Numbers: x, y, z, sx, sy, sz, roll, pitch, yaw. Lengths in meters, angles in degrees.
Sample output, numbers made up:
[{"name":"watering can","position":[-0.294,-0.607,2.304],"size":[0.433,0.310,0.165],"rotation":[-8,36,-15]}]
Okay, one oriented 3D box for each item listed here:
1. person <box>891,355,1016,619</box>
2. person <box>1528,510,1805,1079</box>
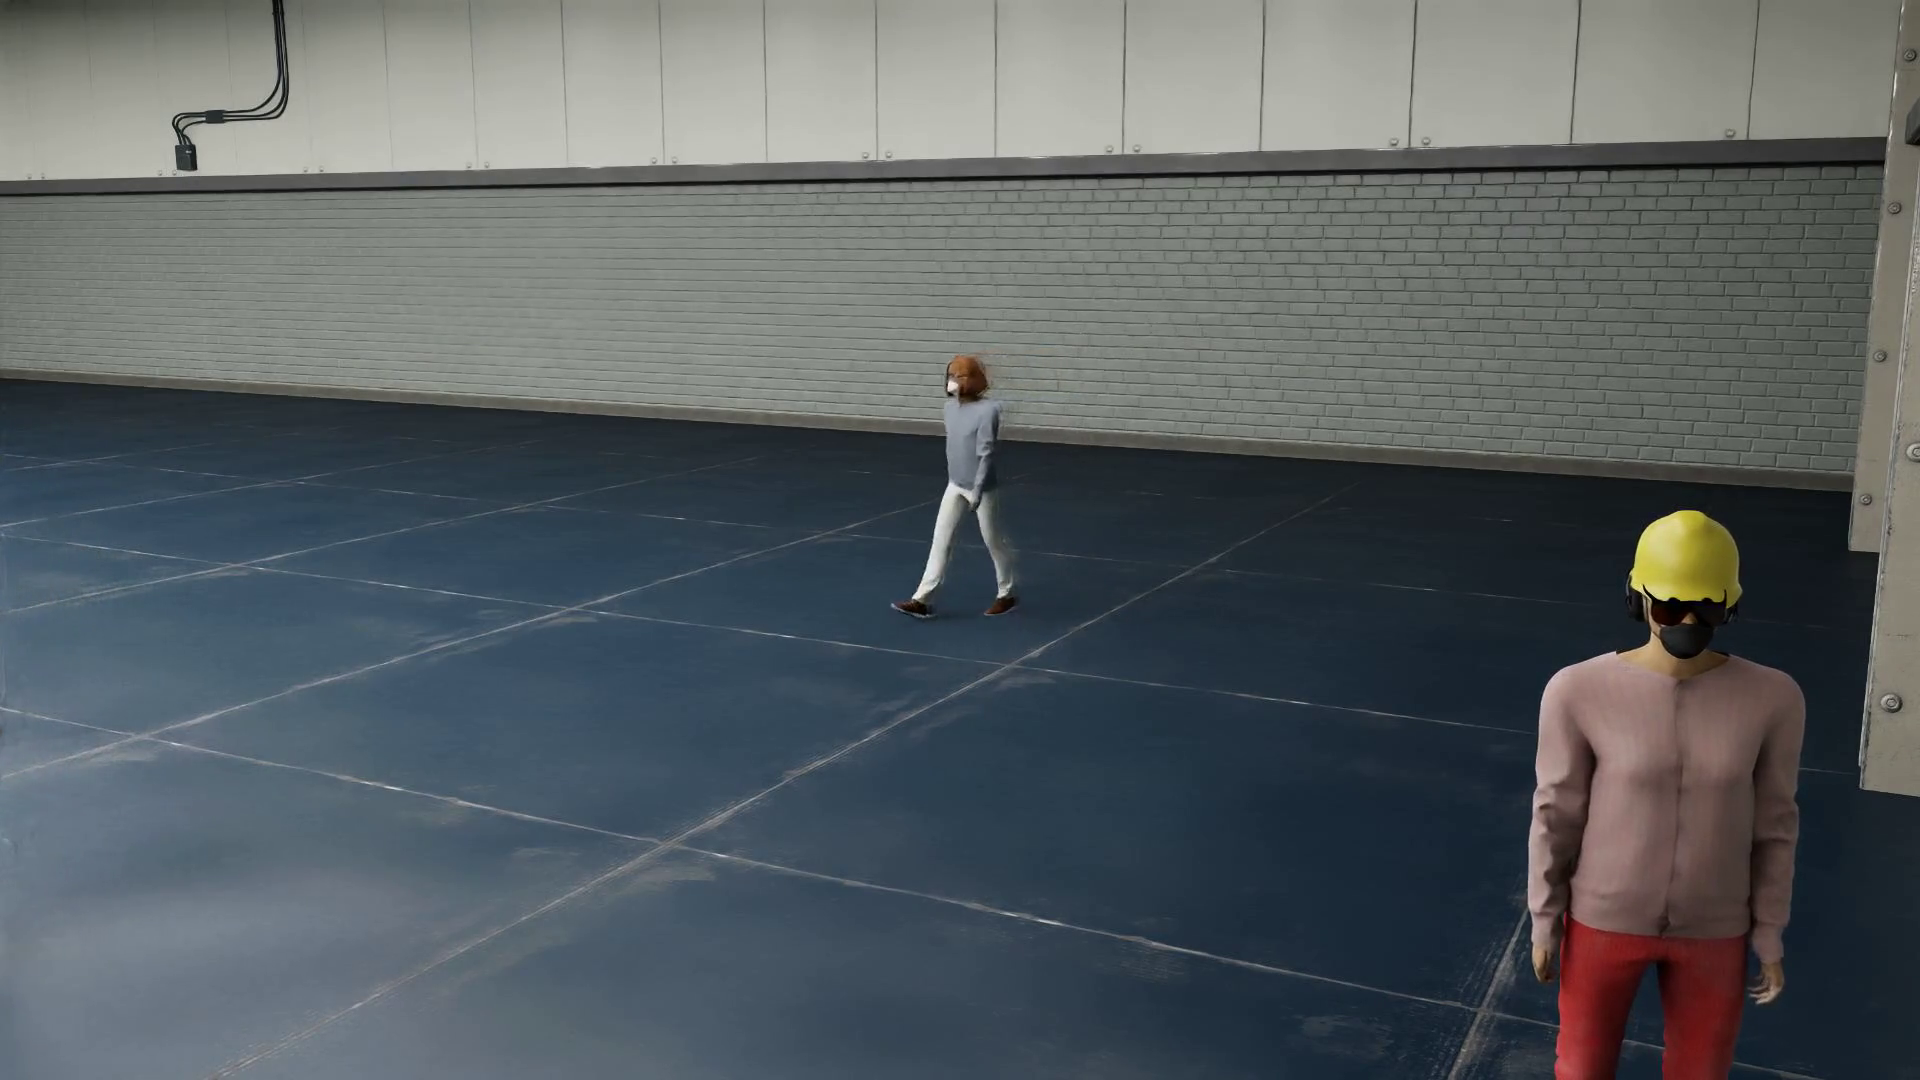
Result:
[{"name":"person","position":[0.015,-0.296,9.891],"size":[0.859,1.587,0.507],"rotation":[-9,14,-42]},{"name":"person","position":[1.444,0.803,3.441],"size":[0.523,1.761,0.333],"rotation":[1,10,8]}]
